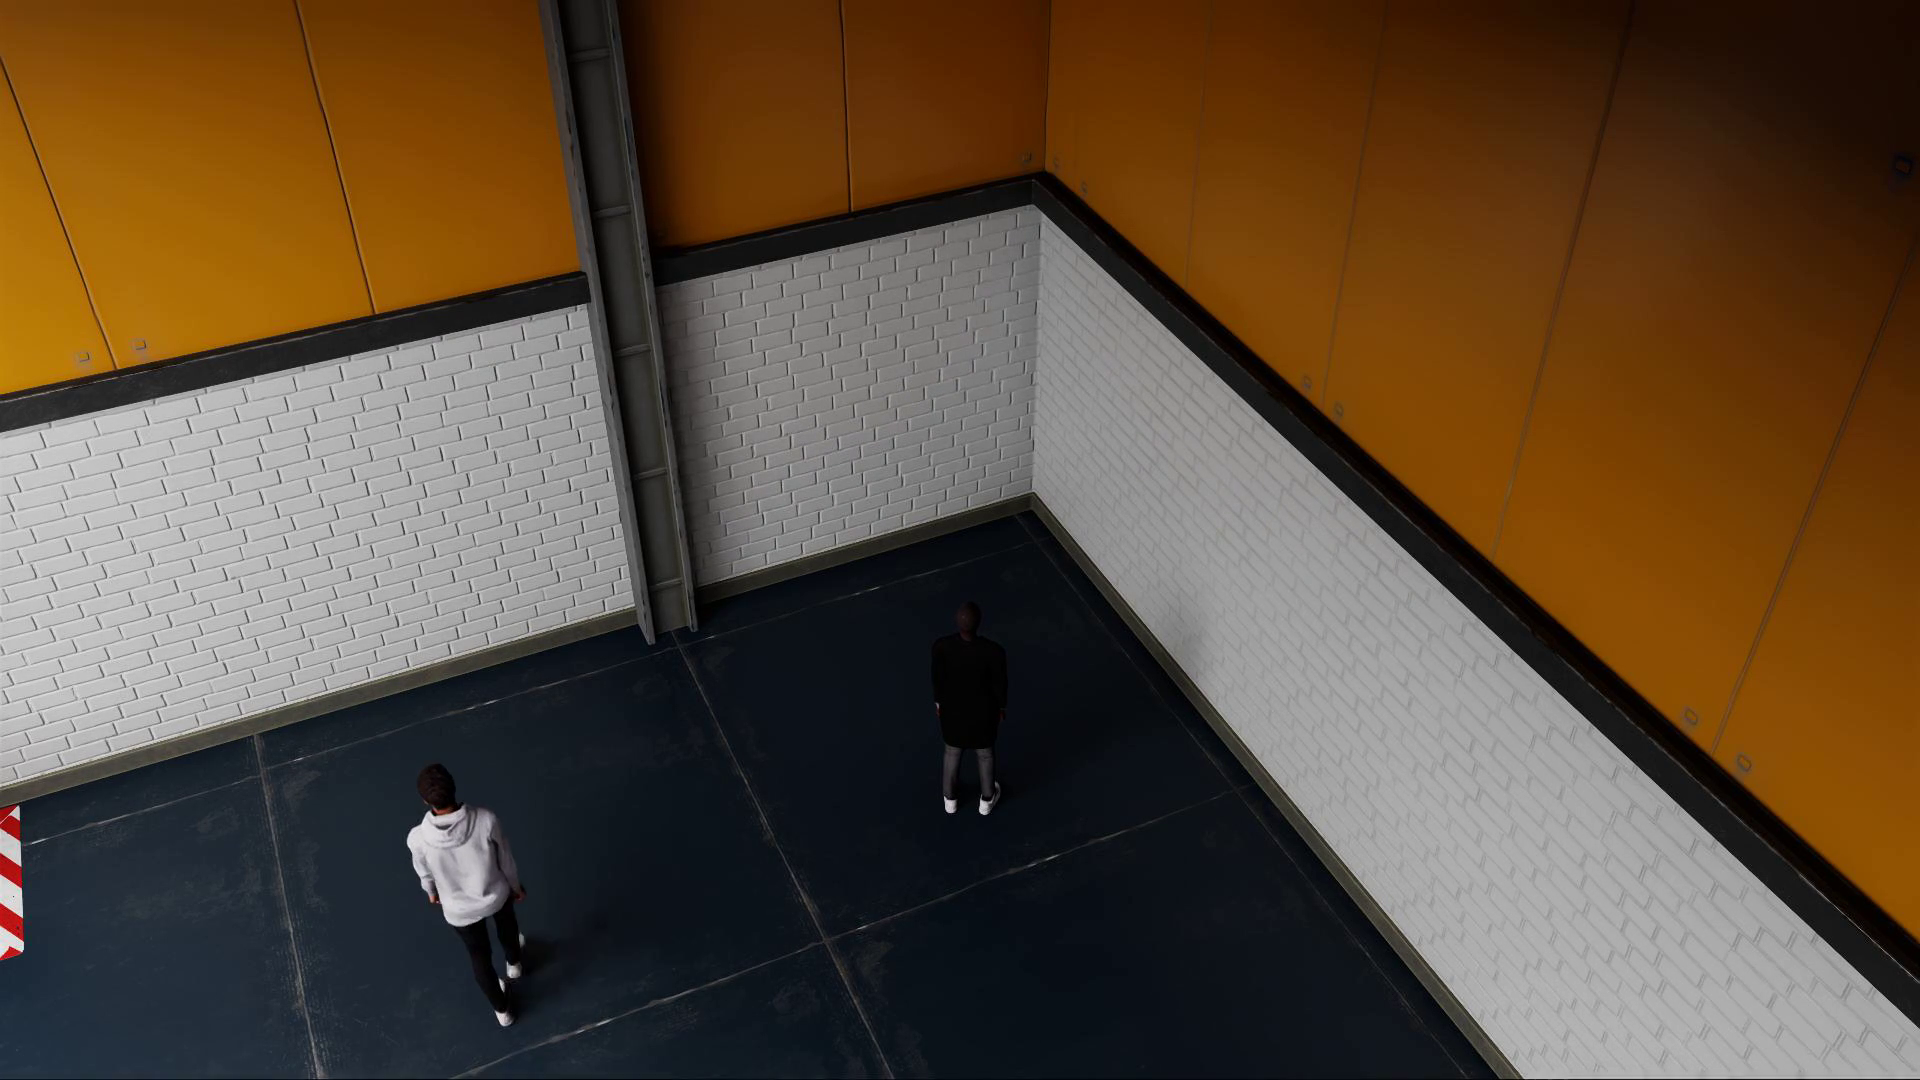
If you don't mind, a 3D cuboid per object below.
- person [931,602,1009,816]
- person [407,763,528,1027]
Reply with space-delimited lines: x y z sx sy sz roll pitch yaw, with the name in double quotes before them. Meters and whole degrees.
"person" 0.055 1.088 10.691 0.675 1.762 0.786 5 39 6
"person" -2.717 2.071 9.347 0.805 1.904 0.806 -12 40 -15
